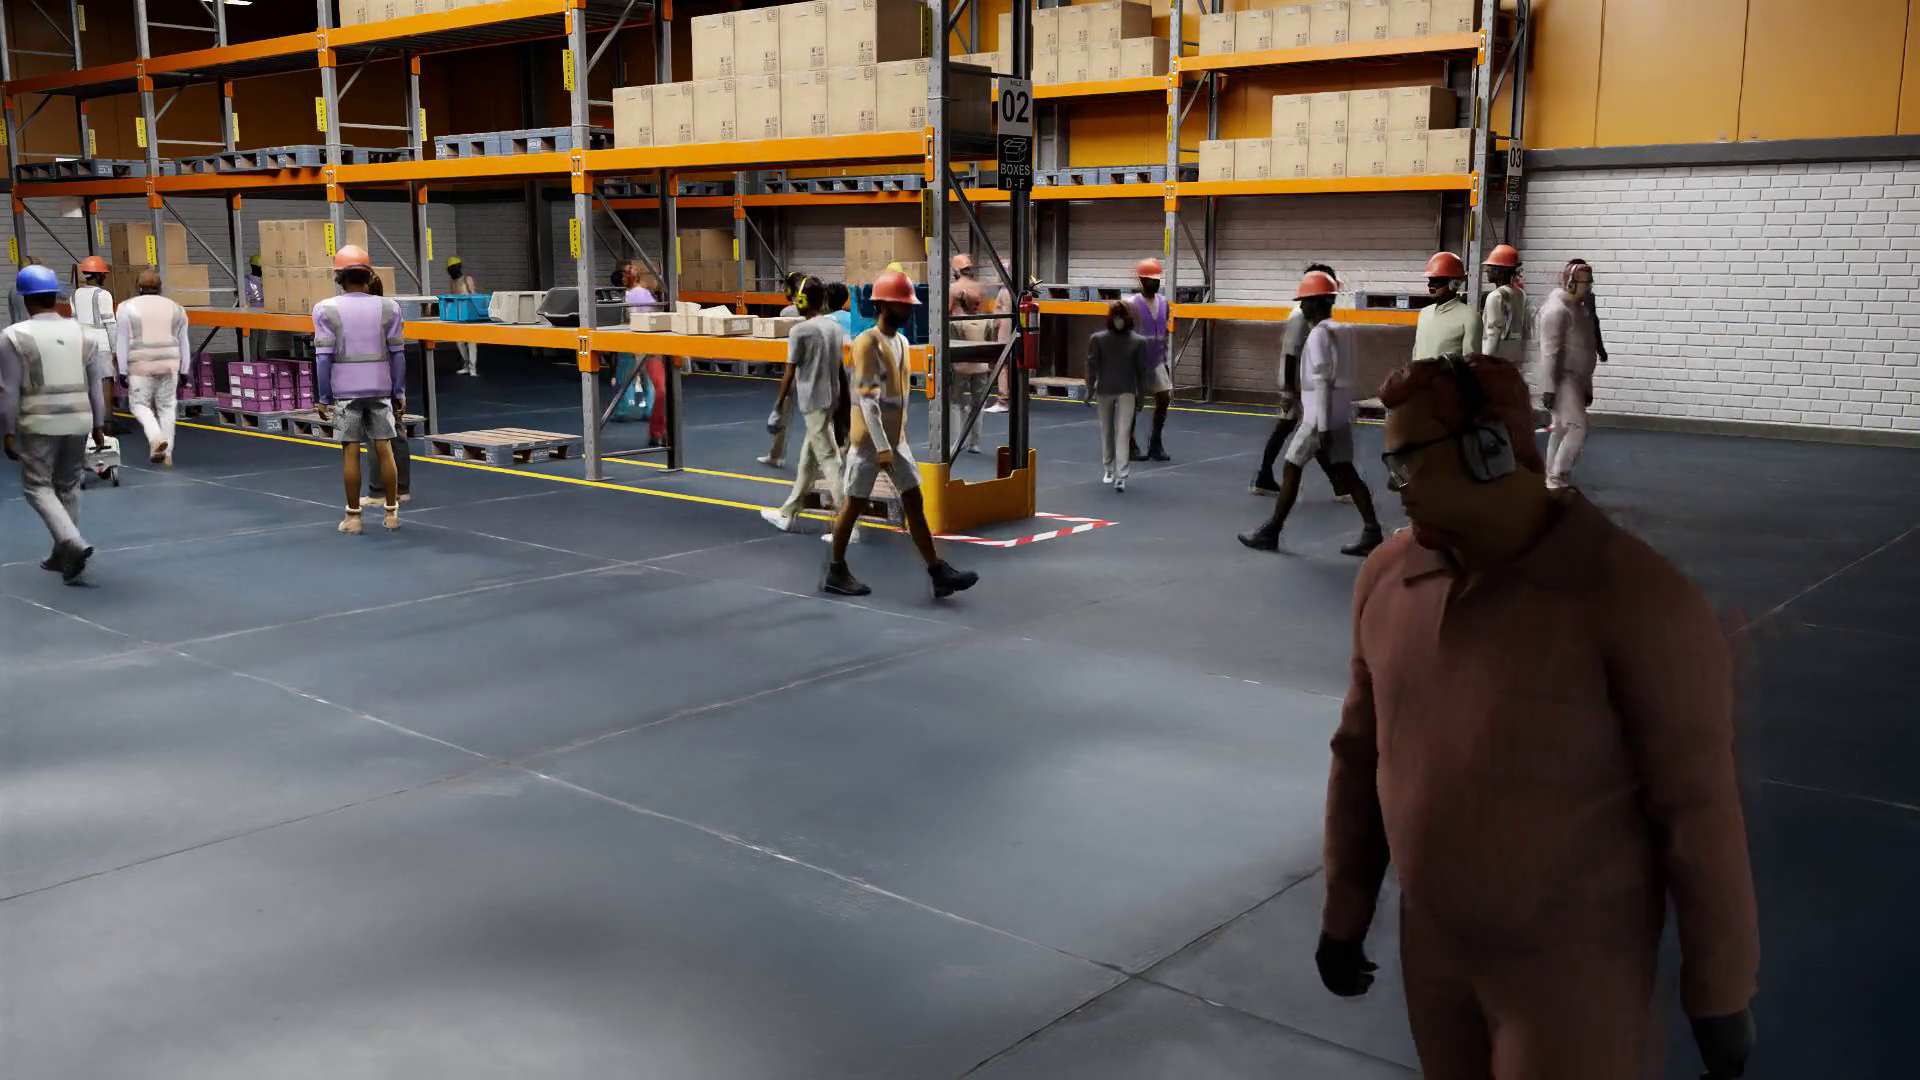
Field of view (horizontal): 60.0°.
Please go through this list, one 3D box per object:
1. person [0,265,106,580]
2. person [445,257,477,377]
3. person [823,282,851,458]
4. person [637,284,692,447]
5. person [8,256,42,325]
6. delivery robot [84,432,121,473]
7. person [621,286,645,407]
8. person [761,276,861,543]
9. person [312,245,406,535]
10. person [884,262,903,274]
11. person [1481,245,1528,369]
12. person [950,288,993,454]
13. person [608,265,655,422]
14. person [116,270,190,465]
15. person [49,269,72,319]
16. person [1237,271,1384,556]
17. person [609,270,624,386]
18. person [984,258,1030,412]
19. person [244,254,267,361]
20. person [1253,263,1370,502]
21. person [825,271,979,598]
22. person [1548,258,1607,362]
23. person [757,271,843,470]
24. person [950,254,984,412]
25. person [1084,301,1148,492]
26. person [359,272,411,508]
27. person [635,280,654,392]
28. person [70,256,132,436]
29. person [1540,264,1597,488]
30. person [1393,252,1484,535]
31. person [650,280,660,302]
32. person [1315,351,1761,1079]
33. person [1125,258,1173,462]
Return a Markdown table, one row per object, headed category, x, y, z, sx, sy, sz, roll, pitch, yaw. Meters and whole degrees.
| category | x | y | z | sx | sy | sz | roll | pitch | yaw |
| --- | --- | --- | --- | --- | --- | --- | --- | --- | --- |
| person | -5.527 | -0.712 | 10.163 | 0.793 | 1.926 | 0.626 | 6 | 12 | 33 |
| person | -7.844 | -3.523 | 26.344 | 0.678 | 1.876 | 0.364 | 8 | 13 | 39 |
| person | -1.169 | -1.642 | 16.109 | 0.321 | 1.695 | 0.537 | 7 | 12 | 34 |
| person | -2.959 | -1.779 | 16.812 | 0.810 | 1.728 | 0.519 | 8 | 13 | 40 |
| person | -9.944 | -2.077 | 17.898 | 0.627 | 1.940 | 0.370 | 7 | 12 | 34 |
| delivery robot | -7.477 | -0.786 | 14.219 | 0.707 | 0.478 | 0.477 | 9 | 14 | 43 |
| person | -4.162 | -2.514 | 21.253 | 0.507 | 1.632 | 0.272 | 4 | 11 | 23 |
| person | -1.076 | -0.901 | 11.530 | 0.968 | 1.810 | 0.544 | 6 | 12 | 32 |
| person | -4.244 | -1.054 | 11.781 | 0.615 | 2.041 | 0.378 | -7 | 12 | -33 |
| person | -0.946 | -2.973 | 23.340 | 0.403 | 1.825 | 0.595 | 3 | 10 | 14 |
| person | 4.739 | -1.563 | 14.661 | 0.364 | 2.048 | 0.608 | 8 | 13 | 38 |
| person | 0.088 | -1.647 | 16.324 | 0.536 | 1.636 | 0.376 | -4 | 11 | -24 |
| person | -3.847 | -2.278 | 19.363 | 0.701 | 1.821 | 0.584 | 4 | 11 | 21 |
| person | -7.447 | -1.581 | 15.392 | 0.643 | 1.823 | 0.491 | -9 | 13 | -42 |
| person | -13.192 | -3.089 | 24.287 | 0.500 | 1.716 | 0.471 | 2 | 10 | 9 |
| person | 2.391 | -0.829 | 10.982 | 1.012 | 1.879 | 0.553 | 6 | 12 | 33 |
| person | -4.997 | -3.106 | 24.449 | 0.529 | 1.695 | 0.321 | 1 | 10 | 3 |
| person | 0.563 | -2.515 | 20.509 | 0.471 | 1.895 | 0.706 | 1 | 10 | 8 |
| person | -11.376 | -3.665 | 26.982 | 0.371 | 1.923 | 0.586 | 2 | 10 | 13 |
| person | 2.822 | -1.246 | 13.300 | 1.037 | 1.874 | 0.596 | 4 | 11 | 22 |
| person | -0.391 | -0.581 | 9.515 | 0.973 | 1.882 | 0.559 | 6 | 12 | 31 |
| person | 6.569 | -2.055 | 17.840 | 0.464 | 1.912 | 0.606 | -4 | 11 | -22 |
| person | -1.444 | -1.534 | 15.172 | 1.000 | 1.820 | 0.558 | 8 | 13 | 39 |
| person | -0.034 | -2.584 | 20.773 | 1.057 | 1.931 | 0.616 | 9 | 13 | 40 |
| person | 1.320 | -1.223 | 14.039 | 0.512 | 1.589 | 0.876 | 2 | 10 | 9 |
| person | -4.560 | -1.172 | 13.007 | 0.349 | 1.846 | 0.506 | 7 | 12 | 34 |
| person | -4.355 | -2.888 | 23.531 | 0.554 | 1.578 | 0.887 | 6 | 11 | 29 |
| person | -9.295 | -2.090 | 17.981 | 0.553 | 1.933 | 0.369 | 4 | 11 | 21 |
| person | 4.838 | -1.207 | 13.058 | 0.508 | 1.892 | 0.672 | 8 | 13 | 38 |
| person | 3.278 | -0.958 | 11.361 | 0.378 | 1.996 | 0.610 | -5 | 11 | -25 |
| person | -3.587 | -2.283 | 19.921 | 0.517 | 1.641 | 0.308 | -4 | 11 | -20 |
| person | 0.885 | 0.634 | 2.669 | 0.500 | 1.866 | 0.668 | -6 | 11 | -29 |
| person | 1.782 | -1.678 | 15.661 | 0.598 | 1.921 | 0.636 | -6 | 12 | -32 |
